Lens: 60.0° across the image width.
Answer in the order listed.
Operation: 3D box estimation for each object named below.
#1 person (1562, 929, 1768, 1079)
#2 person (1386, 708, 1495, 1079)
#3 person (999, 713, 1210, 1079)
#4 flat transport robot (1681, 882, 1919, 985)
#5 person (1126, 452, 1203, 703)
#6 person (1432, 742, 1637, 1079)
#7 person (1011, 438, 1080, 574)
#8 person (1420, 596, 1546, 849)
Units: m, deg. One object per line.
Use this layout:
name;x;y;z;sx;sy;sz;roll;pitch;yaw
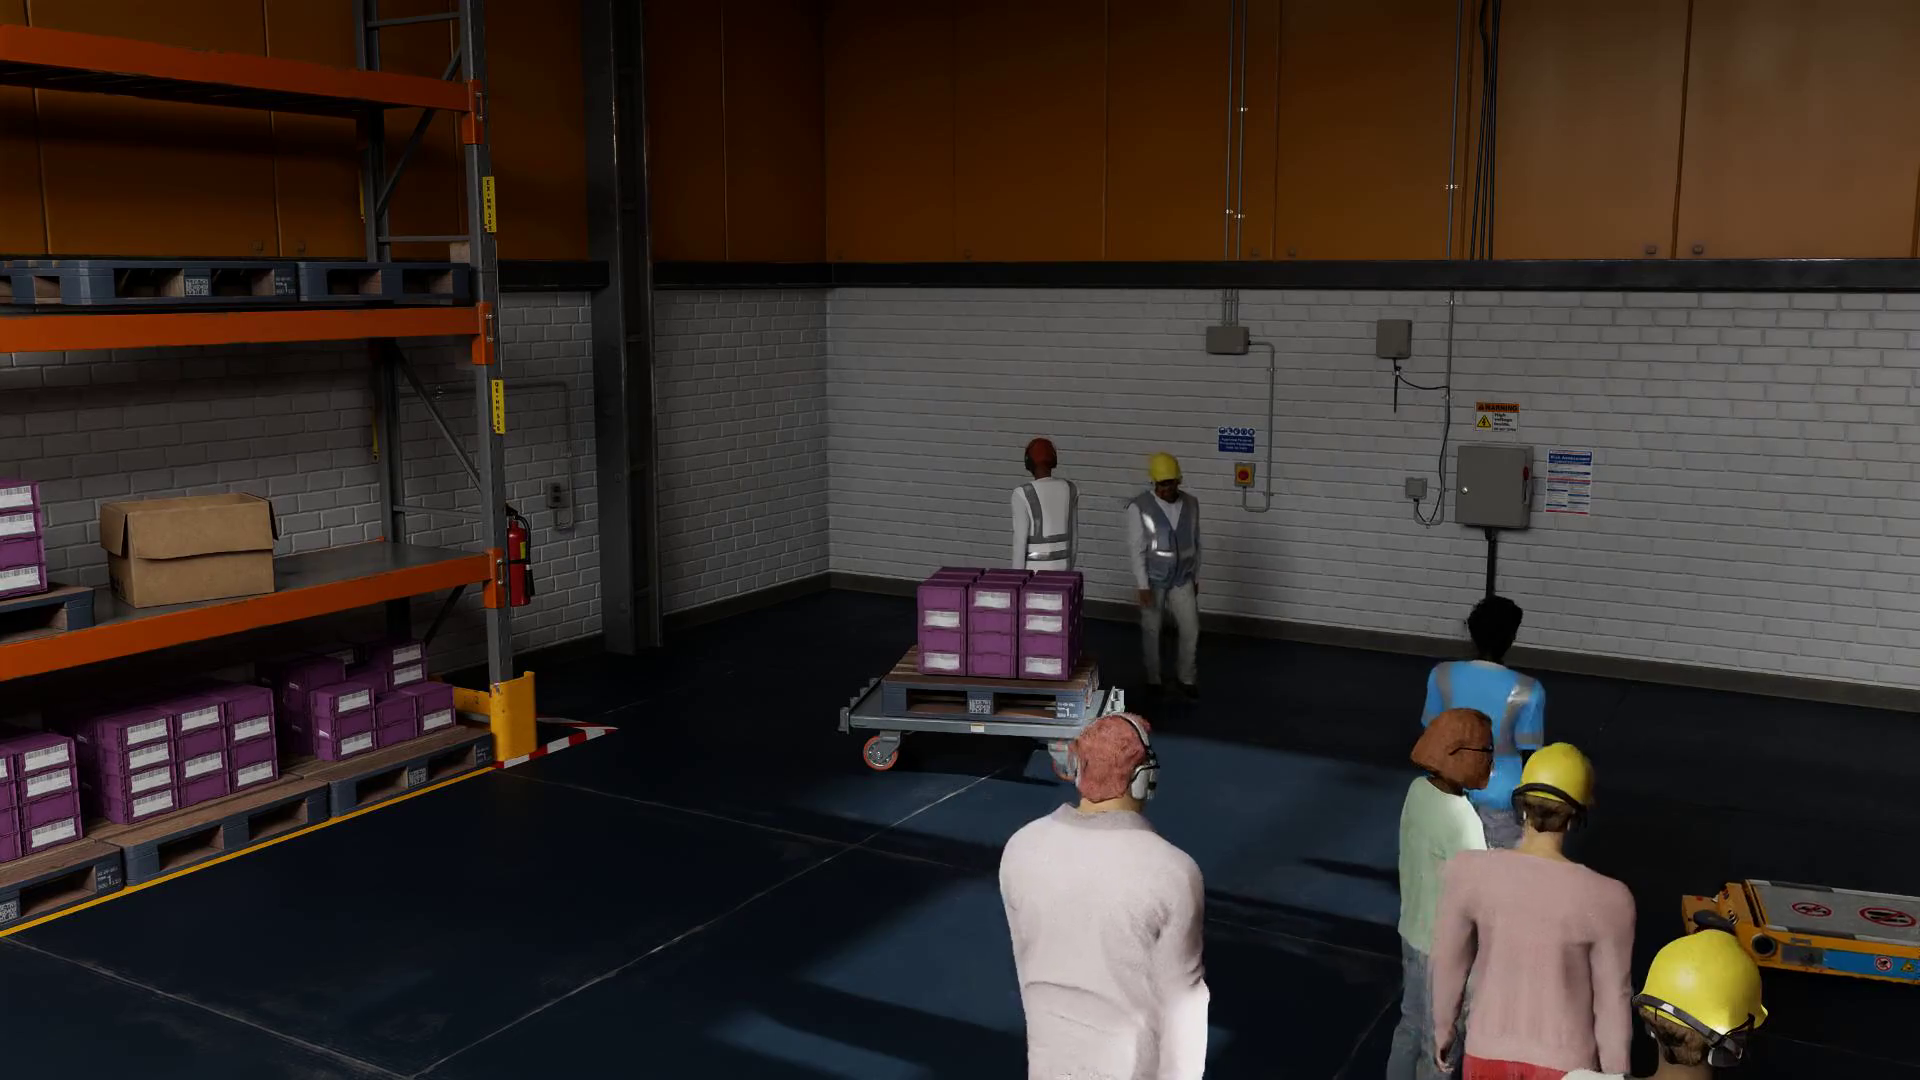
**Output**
person;1.416;1.628;3.315;0.326;1.767;0.533;-9;12;-43
person;1.595;1.347;5.483;0.275;1.631;0.507;-1;9;-6
person;0.465;1.384;4.519;0.656;1.863;0.911;7;12;38
flat transport robot;3.969;1.736;7.290;1.431;0.197;0.652;3;10;19
person;1.464;0.276;11.666;0.601;1.794;0.633;-3;10;-18
person;1.560;1.438;4.616;0.555;1.728;0.629;6;11;34
person;0.587;0.219;11.739;0.576;1.886;0.362;-6;11;-34
person;2.201;1.072;7.109;0.542;1.675;0.772;6;11;34
